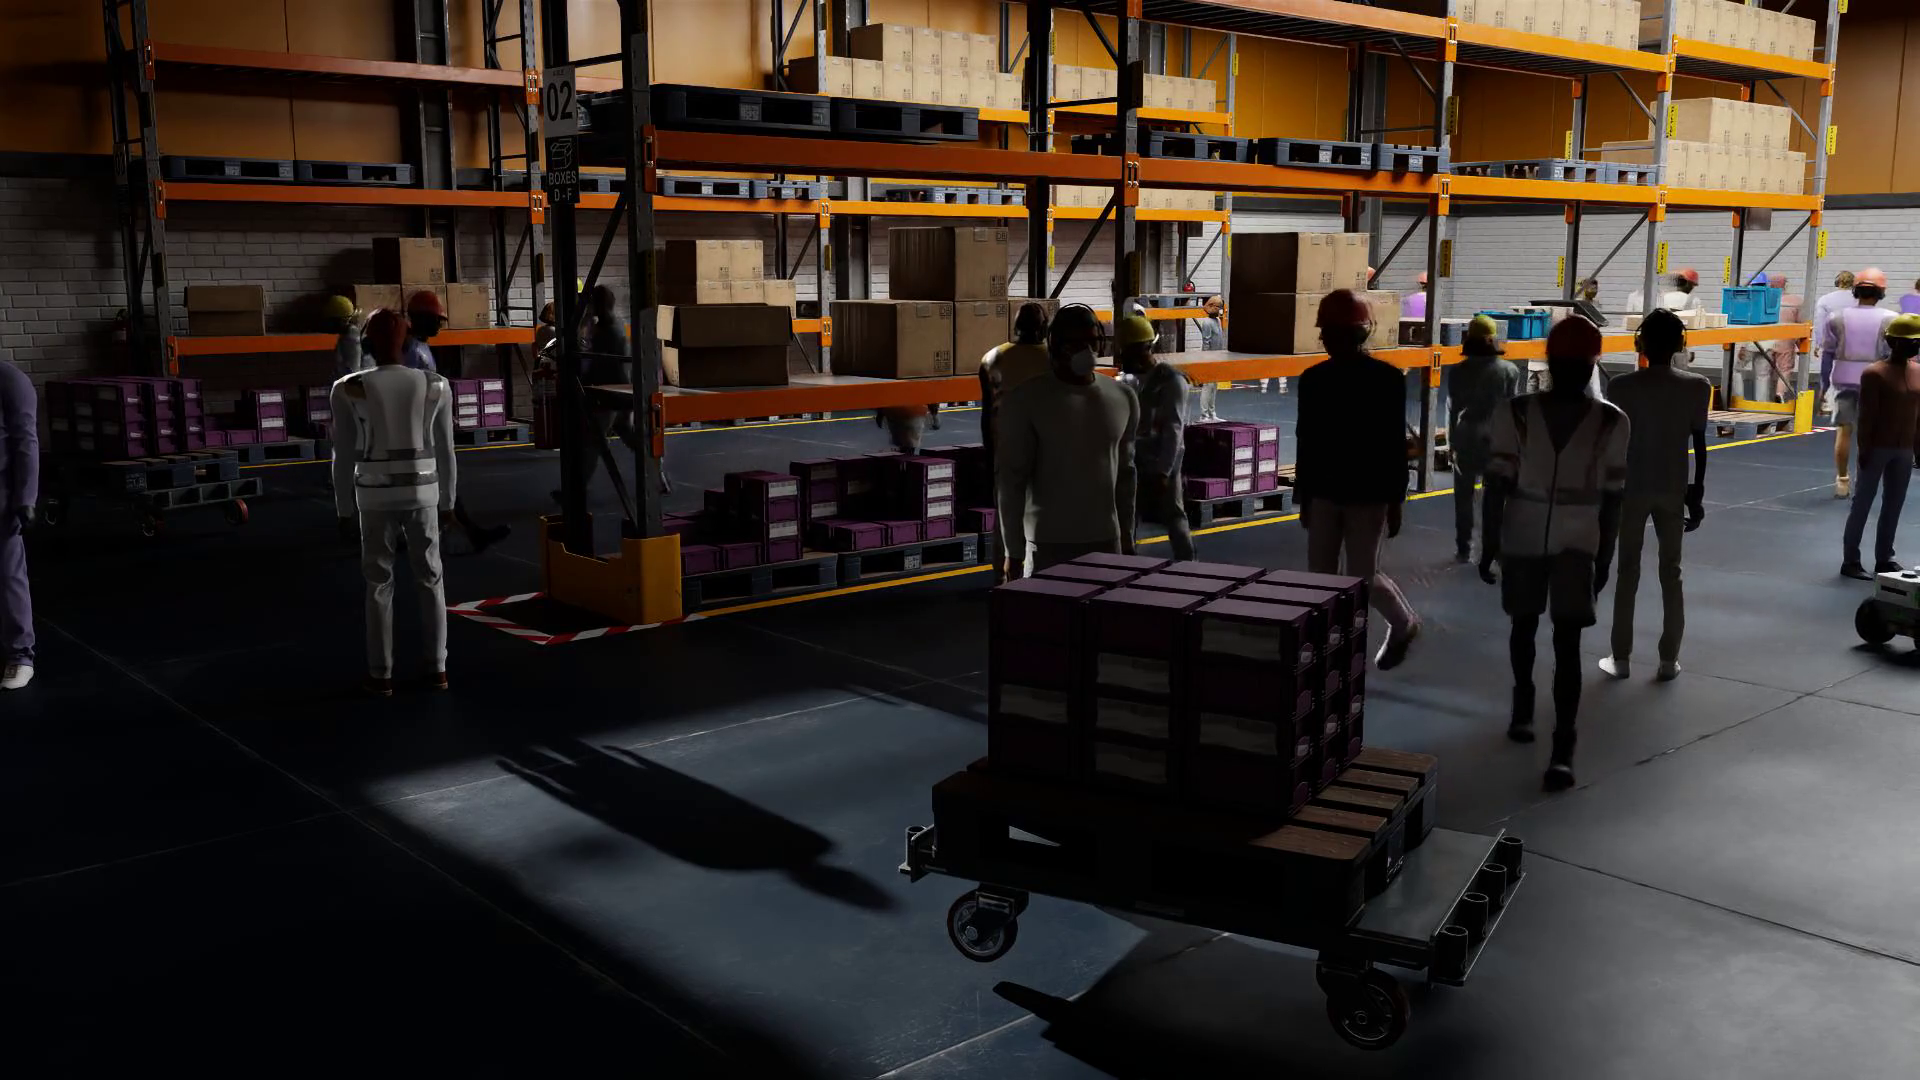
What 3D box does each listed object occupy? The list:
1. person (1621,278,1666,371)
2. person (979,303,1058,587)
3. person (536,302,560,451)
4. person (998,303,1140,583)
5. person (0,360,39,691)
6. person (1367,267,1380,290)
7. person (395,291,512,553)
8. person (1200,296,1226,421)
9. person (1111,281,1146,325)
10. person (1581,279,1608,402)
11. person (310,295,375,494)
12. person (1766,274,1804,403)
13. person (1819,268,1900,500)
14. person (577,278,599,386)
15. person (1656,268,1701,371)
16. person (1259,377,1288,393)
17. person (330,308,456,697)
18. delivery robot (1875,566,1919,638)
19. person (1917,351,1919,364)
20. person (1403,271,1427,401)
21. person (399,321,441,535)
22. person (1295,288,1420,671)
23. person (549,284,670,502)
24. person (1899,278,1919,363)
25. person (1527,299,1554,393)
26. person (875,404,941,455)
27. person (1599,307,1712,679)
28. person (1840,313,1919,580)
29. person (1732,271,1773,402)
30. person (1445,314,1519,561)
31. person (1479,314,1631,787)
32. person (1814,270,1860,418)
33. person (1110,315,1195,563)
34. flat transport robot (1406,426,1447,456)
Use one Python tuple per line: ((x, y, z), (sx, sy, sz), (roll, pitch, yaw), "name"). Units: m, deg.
((10.674, -3.219, 25.950), (0.682, 1.840, 1.019), (5, 11, 28), "person")
((0.435, -0.570, 10.488), (0.625, 1.837, 0.429), (3, 10, 16), "person")
((-4.455, -1.783, 18.200), (0.281, 1.624, 0.498), (-9, 13, -41), "person")
((0.449, 0.015, 6.750), (0.635, 1.937, 0.353), (-5, 11, -25), "person")
((-4.841, -0.204, 8.125), (0.638, 1.910, 0.407), (0, 10, -1), "person")
((4.956, -2.333, 20.330), (0.391, 1.995, 0.613), (-5, 11, -27), "person")
((-3.755, -0.825, 11.877), (0.984, 1.870, 0.537), (-3, 10, -15), "person")
((3.204, -2.274, 21.078), (0.297, 1.622, 0.505), (5, 11, 26), "person")
((1.928, -1.933, 18.326), (0.547, 1.888, 0.817), (-4, 11, -24), "person")
((8.856, -2.785, 23.528), (0.550, 1.811, 0.997), (-3, 10, -17), "person")
((-5.369, -1.290, 14.877), (0.870, 1.789, 0.597), (-5, 11, -27), "person")
((11.174, -2.692, 22.758), (0.661, 1.891, 0.749), (7, 12, 34), "person")
((7.929, -1.377, 14.669), (0.630, 2.015, 0.815), (6, 12, 33), "person")
((-3.993, -1.785, 17.361), (0.588, 1.919, 0.402), (5, 11, 29), "person")
((9.318, -2.562, 21.750), (1.045, 1.977, 0.643), (-10, 14, -44), "person")
((4.896, -3.282, 25.882), (0.611, 1.997, 0.375), (2, 10, 12), "person")
((-2.729, -0.178, 8.059), (0.578, 1.879, 0.350), (-5, 11, -28), "person")
((5.316, 0.285, 8.943), (0.707, 0.478, 0.477), (-2, 10, -13), "delivery robot")
((13.587, -2.714, 23.354), (0.898, 1.726, 0.521), (6, 11, 31), "person")
((6.682, -2.959, 24.210), (0.683, 1.923, 0.549), (-7, 12, -36), "person")
((-4.202, -0.837, 12.632), (0.499, 1.633, 0.280), (9, 13, 44), "person")
((1.931, -0.237, 8.111), (0.639, 1.979, 0.630), (-8, 13, -40), "person")
((-3.019, -1.259, 14.400), (1.045, 1.892, 0.648), (-3, 10, -16), "person")
((14.720, -3.155, 25.642), (0.768, 1.822, 0.600), (-9, 13, -44), "person")
((6.677, -1.927, 19.019), (0.312, 1.634, 0.514), (-4, 10, -21), "person")
((-0.374, -1.048, 13.718), (0.551, 1.668, 0.721), (7, 12, 36), "person")
((3.481, -0.224, 8.371), (0.512, 1.865, 0.328), (2, 10, 10), "person")
((6.122, -0.605, 10.920), (0.523, 1.759, 0.351), (-3, 10, -15), "person")
((10.417, -2.576, 21.954), (0.640, 1.922, 0.663), (-5, 11, -25), "person")
((3.576, -0.682, 11.422), (0.497, 1.728, 0.555), (1, 10, 5), "person")
((2.480, 0.006, 6.967), (0.554, 1.897, 0.958), (4, 10, 22), "person")
((11.576, -2.564, 21.870), (0.635, 1.942, 0.384), (3, 10, 18), "person")
((1.162, -0.473, 10.093), (0.579, 1.782, 0.937), (8, 13, 40), "person")
((4.940, -1.083, 18.054), (1.431, 0.197, 0.652), (-8, 13, -41), "flat transport robot")
